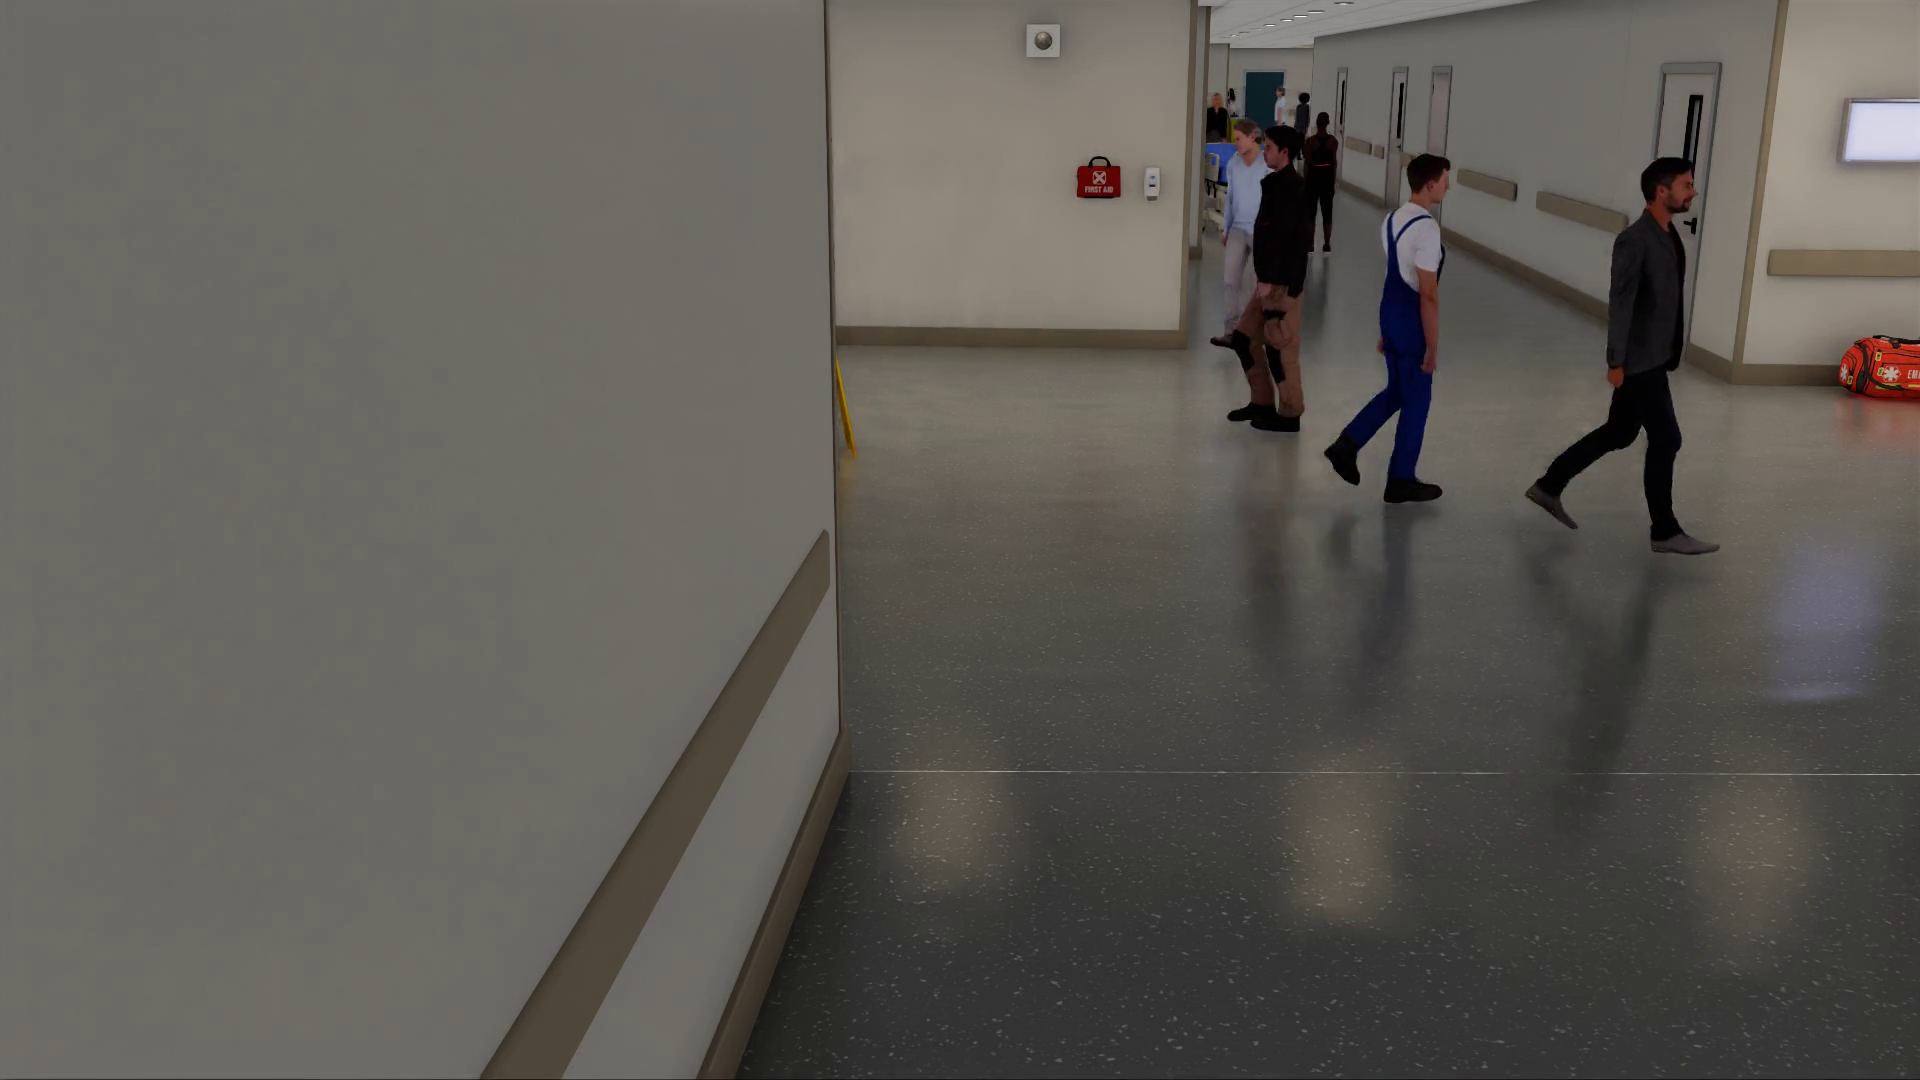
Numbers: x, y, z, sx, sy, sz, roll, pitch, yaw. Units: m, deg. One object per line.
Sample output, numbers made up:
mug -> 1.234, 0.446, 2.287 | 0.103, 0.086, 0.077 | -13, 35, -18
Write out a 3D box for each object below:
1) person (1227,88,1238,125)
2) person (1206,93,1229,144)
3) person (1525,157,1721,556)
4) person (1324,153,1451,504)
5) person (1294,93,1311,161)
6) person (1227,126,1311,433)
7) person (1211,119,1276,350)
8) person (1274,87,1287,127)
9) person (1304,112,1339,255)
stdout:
person -> 8.692, -13.449, 52.886 | 1.137, 1.666, 1.203 | -13, 20, -39
person -> 4.899, -7.647, 32.051 | 1.131, 1.806, 0.759 | 3, 16, 12
person -> 3.166, -0.864, 7.939 | 1.303, 1.833, 1.093 | 10, 19, 32
person -> 2.258, -1.081, 8.712 | 0.993, 1.832, 0.821 | -4, 16, -14
person -> 8.849, -10.715, 43.157 | 1.047, 1.683, 1.010 | -14, 21, -40
person -> 2.091, -1.613, 10.456 | 0.710, 1.910, 0.720 | 0, 16, 0
person -> 2.460, -2.500, 13.729 | 1.178, 1.841, 1.150 | 10, 18, 31
person -> 8.934, -11.578, 45.982 | 1.062, 1.813, 0.745 | 4, 16, 12
person -> 4.543, -4.507, 21.002 | 0.497, 1.757, 0.655 | 0, 16, -1
